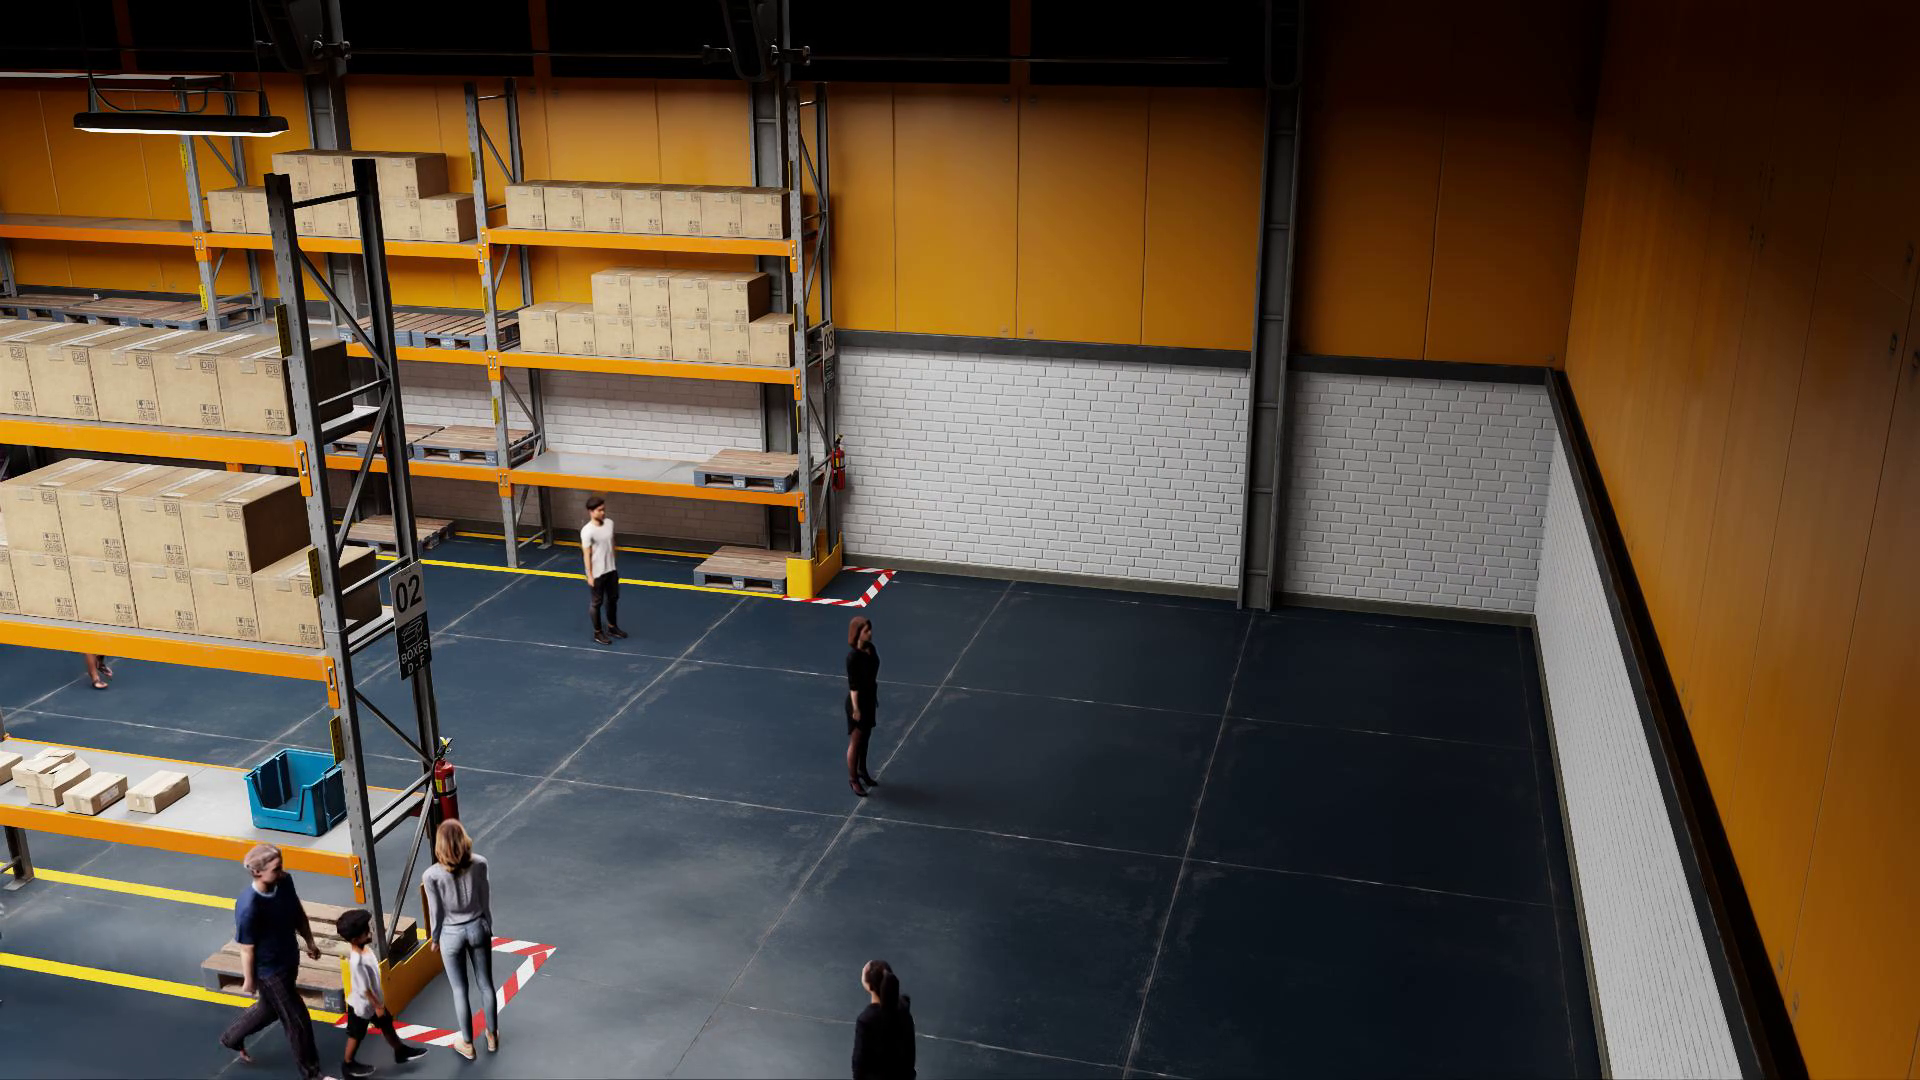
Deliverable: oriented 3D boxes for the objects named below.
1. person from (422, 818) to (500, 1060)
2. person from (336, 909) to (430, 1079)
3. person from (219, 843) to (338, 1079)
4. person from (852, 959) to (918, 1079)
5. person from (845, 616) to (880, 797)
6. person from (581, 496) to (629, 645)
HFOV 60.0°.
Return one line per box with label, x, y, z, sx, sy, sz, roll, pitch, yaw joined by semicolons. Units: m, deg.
person;-3.398;2.722;11.398;0.653;1.796;0.708;-11;22;-30
person;-4.062;3.081;11.211;0.864;1.234;0.715;-5;19;-13
person;-4.624;2.825;11.043;1.171;1.827;0.730;2;19;7
person;-0.391;3.286;9.879;0.875;1.697;0.771;16;24;39
person;-0.905;1.498;15.181;0.530;1.701;0.609;8;20;21
person;-4.044;0.312;18.676;0.662;1.719;0.708;12;22;31
